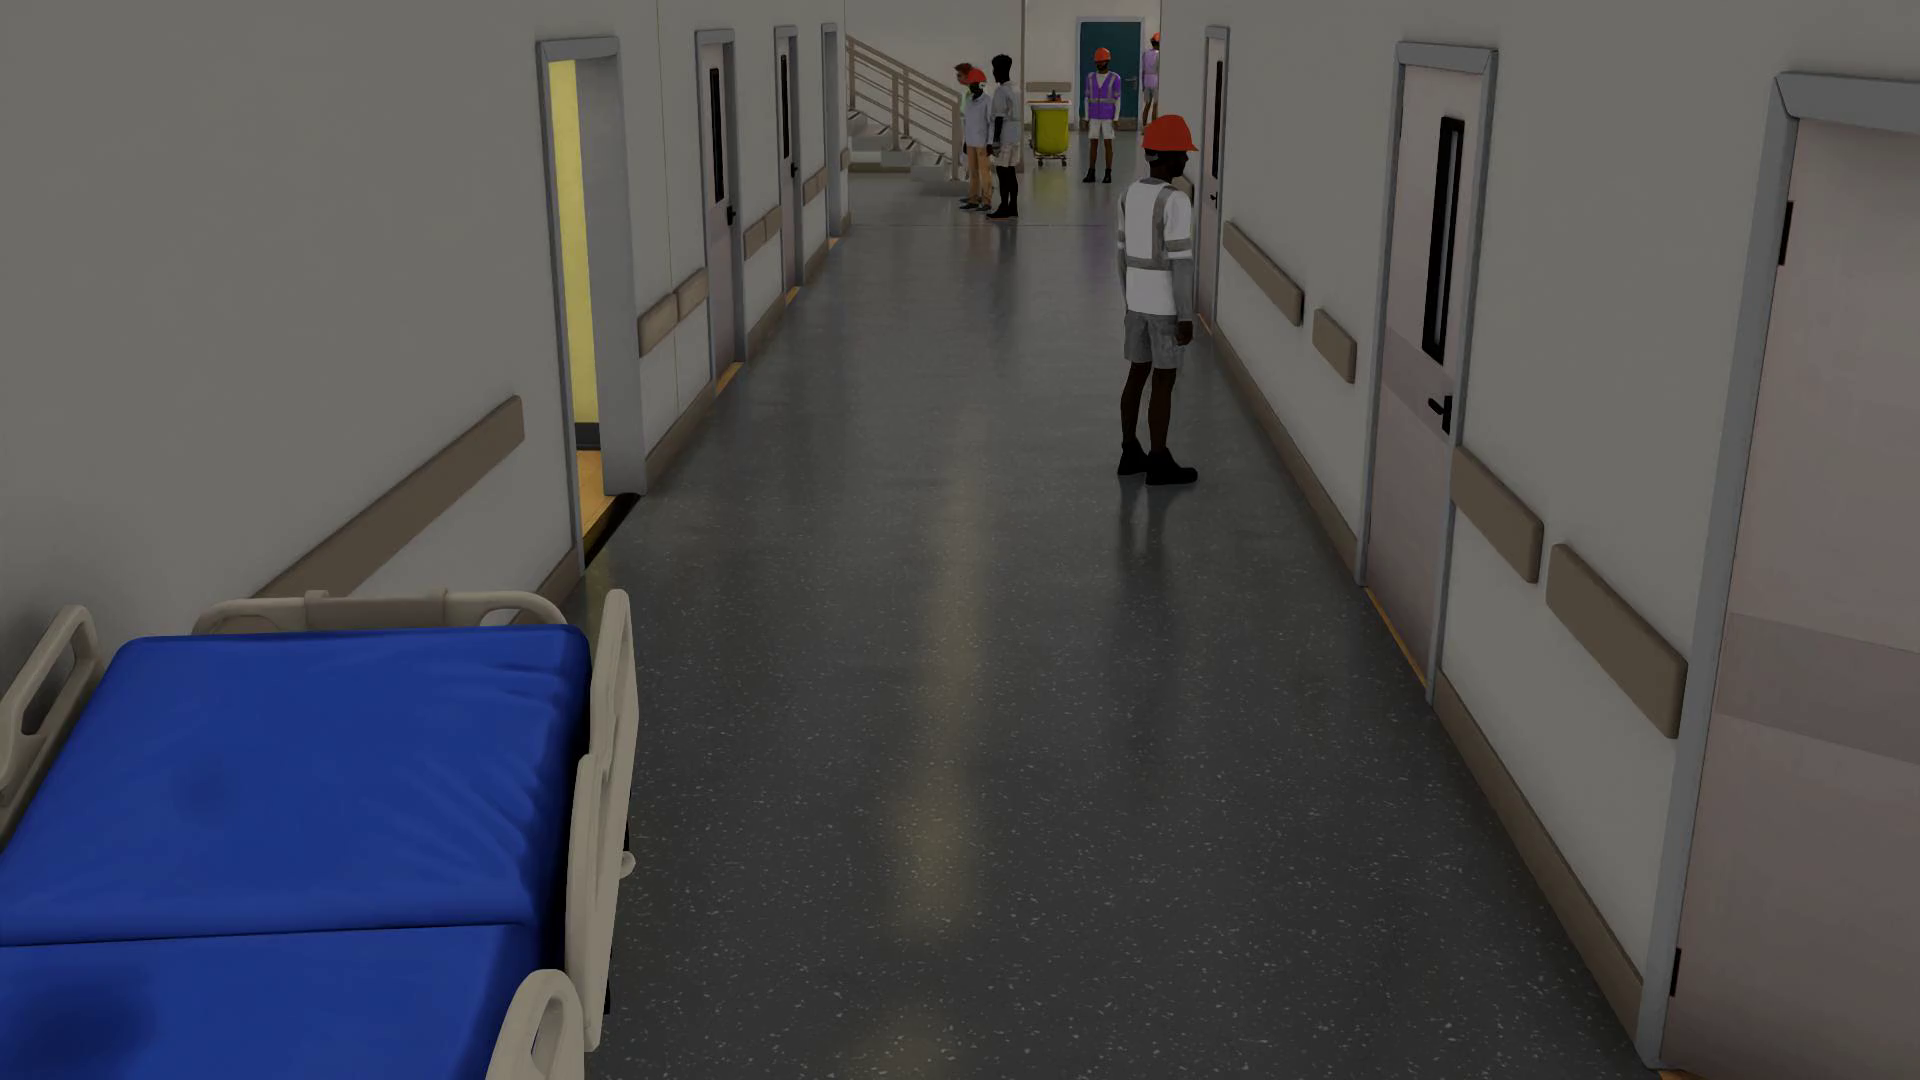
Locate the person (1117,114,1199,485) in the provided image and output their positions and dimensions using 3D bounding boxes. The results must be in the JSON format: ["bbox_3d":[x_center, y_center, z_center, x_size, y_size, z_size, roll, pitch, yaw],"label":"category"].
[{"bbox_3d":[1.062,-1.258,8.818,0.356,1.937,0.552,-10,20,-29],"label":"person"}]

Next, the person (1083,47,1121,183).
[{"bbox_3d":[2.080,-6.224,24.421,0.547,1.938,0.377,7,19,22],"label":"person"}]

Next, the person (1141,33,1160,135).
[{"bbox_3d":[3.953,-9.244,33.768,0.403,2.031,0.613,-15,23,-40],"label":"person"}]

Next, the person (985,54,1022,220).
[{"bbox_3d":[0.542,-4.863,20.125,0.387,1.954,0.610,8,19,22],"label":"person"}]

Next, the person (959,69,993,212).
[{"bbox_3d":[0.217,-5.037,20.990,0.332,1.750,0.573,-14,22,-37],"label":"person"}]

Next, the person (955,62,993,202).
[{"bbox_3d":[0.160,-5.328,21.811,0.462,1.808,0.653,1,18,3],"label":"person"}]
